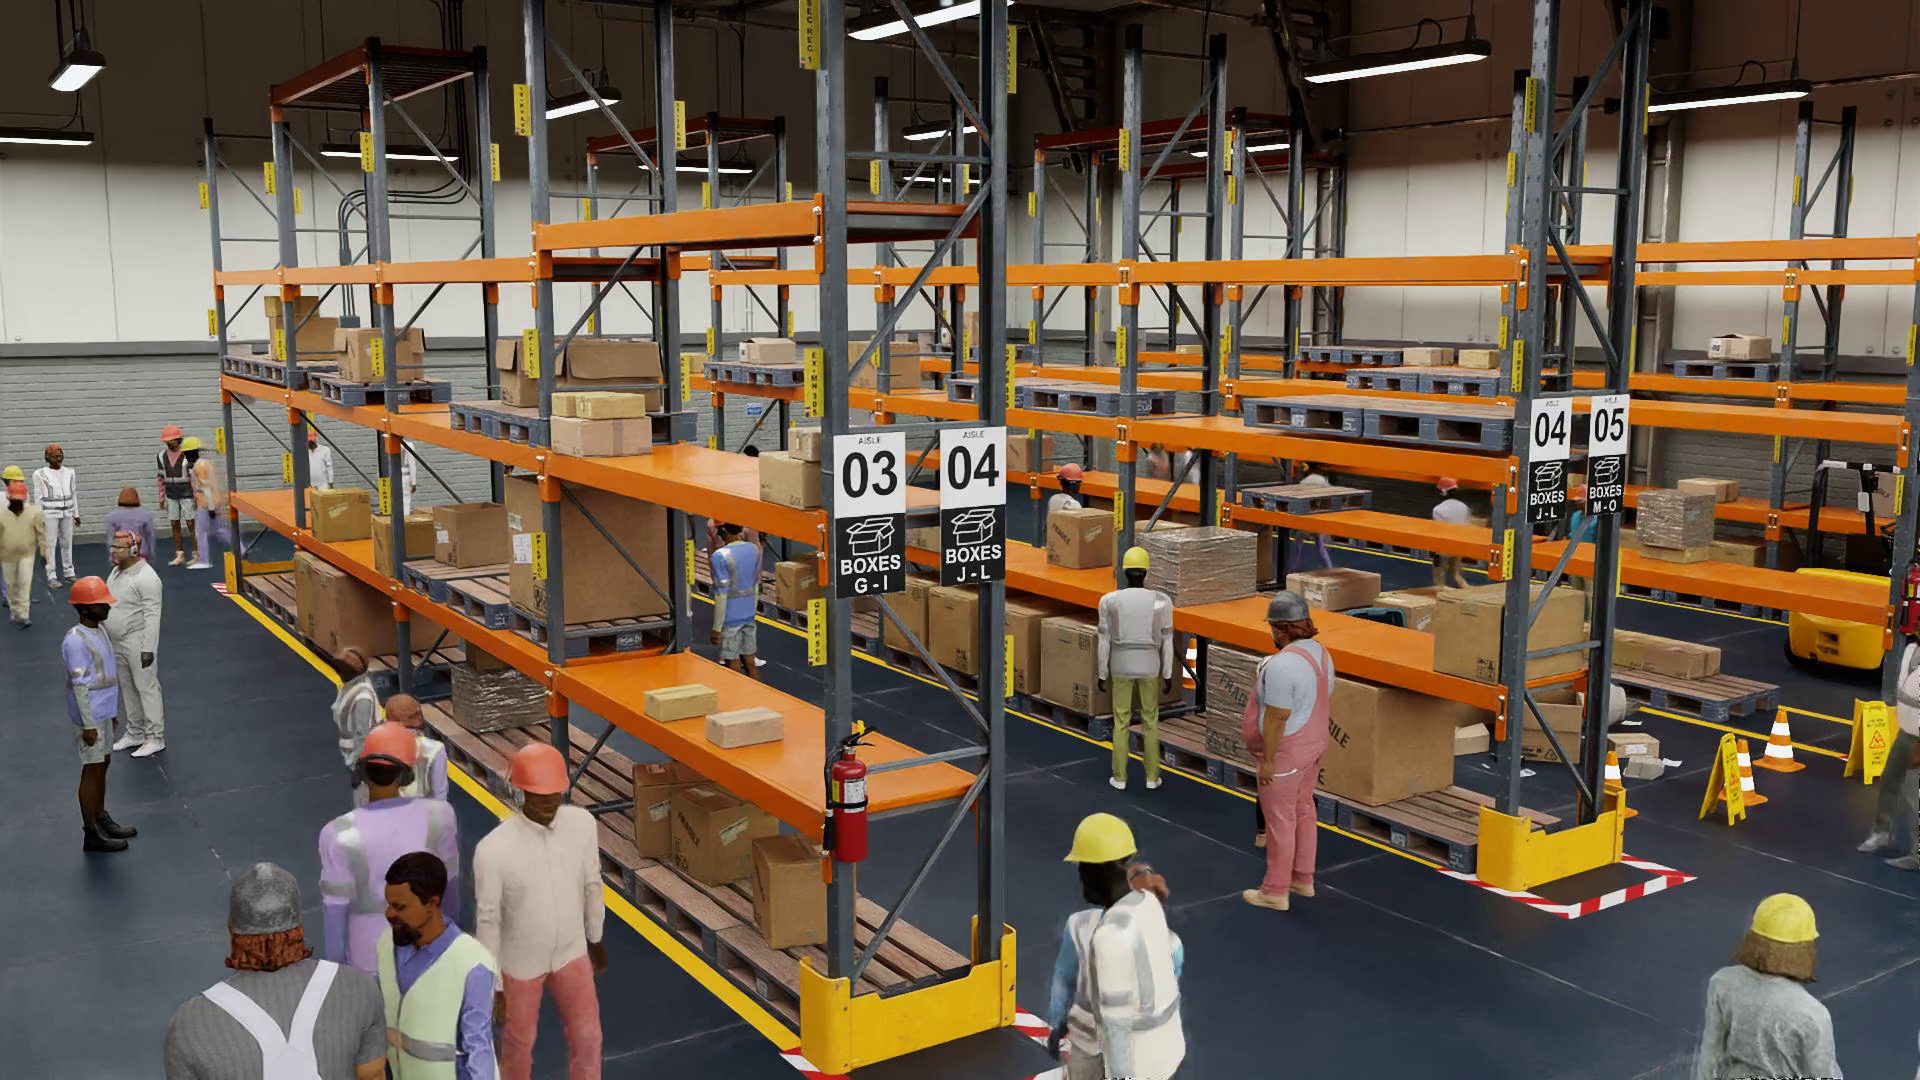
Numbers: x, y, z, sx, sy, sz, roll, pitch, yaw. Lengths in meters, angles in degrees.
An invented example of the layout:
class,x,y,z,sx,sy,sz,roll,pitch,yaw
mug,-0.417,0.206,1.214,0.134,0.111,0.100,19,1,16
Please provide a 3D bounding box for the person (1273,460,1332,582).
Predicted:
class,x,y,z,sx,sy,sz,roll,pitch,yaw
person,4.557,-0.226,21.627,0.518,1.821,0.994,-6,10,-33

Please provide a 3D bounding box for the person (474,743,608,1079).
class,x,y,z,sx,sy,sz,roll,pitch,yaw
person,-1.787,1.847,7.266,0.669,1.972,0.794,-8,11,-42

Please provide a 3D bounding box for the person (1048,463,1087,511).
class,x,y,z,sx,sy,sz,roll,pitch,yaw
person,1.185,0.172,18.269,0.417,2.034,0.603,-4,9,-26

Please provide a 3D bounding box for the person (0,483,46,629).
class,x,y,z,sx,sy,sz,roll,pitch,yaw
person,-11.006,0.174,19.352,0.666,1.688,0.908,-5,10,-31

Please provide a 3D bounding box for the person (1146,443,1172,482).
class,x,y,z,sx,sy,sz,roll,pitch,yaw
person,3.086,-0.800,26.106,0.346,1.617,0.593,7,11,39

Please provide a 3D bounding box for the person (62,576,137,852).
class,x,y,z,sx,sy,sz,roll,pitch,yaw
person,-6.039,1.208,11.659,0.361,1.938,0.546,-2,9,-13

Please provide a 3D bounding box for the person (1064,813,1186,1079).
class,x,y,z,sx,sy,sz,roll,pitch,yaw
person,0.666,2.010,6.474,0.596,1.889,0.618,4,9,23

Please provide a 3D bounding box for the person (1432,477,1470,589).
class,x,y,z,sx,sy,sz,roll,pitch,yaw
person,5.858,0.099,19.750,0.567,1.729,0.663,-5,10,-30

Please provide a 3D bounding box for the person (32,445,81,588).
class,x,y,z,sx,sy,sz,roll,pitch,yaw
person,-11.931,-0.319,22.008,0.353,1.883,0.577,4,10,27

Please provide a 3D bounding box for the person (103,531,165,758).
class,x,y,z,sx,sy,sz,roll,pitch,yaw
person,-6.990,0.866,14.025,0.642,1.913,0.409,6,10,35

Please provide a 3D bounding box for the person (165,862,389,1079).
class,x,y,z,sx,sy,sz,roll,pitch,yaw
person,-2.298,2.065,5.612,0.684,2.000,0.538,-6,10,-34

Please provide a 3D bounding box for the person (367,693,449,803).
class,x,y,z,sx,sy,sz,roll,pitch,yaw
person,-3.172,1.689,9.527,0.531,1.606,0.486,1,9,5

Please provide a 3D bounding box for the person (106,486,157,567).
class,x,y,z,sx,sy,sz,roll,pitch,yaw
person,-9.788,0.165,19.670,0.520,1.613,0.565,-4,10,-27

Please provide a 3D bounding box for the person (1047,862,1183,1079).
class,x,y,z,sx,sy,sz,roll,pitch,yaw
person,0.597,2.091,6.866,0.622,1.612,0.326,2,9,15

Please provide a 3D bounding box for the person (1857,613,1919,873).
class,x,y,z,sx,sy,sz,roll,pitch,yaw
person,6.494,1.332,11.267,0.447,1.809,0.653,1,9,5

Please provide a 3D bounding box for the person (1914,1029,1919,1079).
class,x,y,z,sx,sy,sz,roll,pitch,yaw
person,3.423,2.132,5.510,0.551,1.934,0.373,2,9,15

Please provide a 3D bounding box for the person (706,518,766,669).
class,x,y,z,sx,sy,sz,roll,pitch,yaw
person,-2.305,0.379,17.283,0.654,1.905,0.408,5,10,29

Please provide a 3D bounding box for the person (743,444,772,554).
class,x,y,z,sx,sy,sz,roll,pitch,yaw
person,-3.005,-0.624,24.799,0.539,1.651,0.779,0,9,-3

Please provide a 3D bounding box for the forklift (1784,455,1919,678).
class,x,y,z,sx,sy,sz,roll,pitch,yaw
forklift,9.643,0.253,17.172,2.313,2.155,1.214,-6,10,-33

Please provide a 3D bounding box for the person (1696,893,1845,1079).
class,x,y,z,sx,sy,sz,roll,pitch,yaw
person,3.063,2.141,6.156,0.659,1.722,0.502,-3,9,-20

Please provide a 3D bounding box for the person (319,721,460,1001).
class,x,y,z,sx,sy,sz,roll,pitch,yaw
person,-2.481,1.821,7.376,0.617,2.007,0.877,-6,10,-33

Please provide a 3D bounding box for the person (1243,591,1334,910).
class,x,y,z,sx,sy,sz,roll,pitch,yaw
person,2.070,1.312,10.623,0.535,2.000,0.686,7,11,37

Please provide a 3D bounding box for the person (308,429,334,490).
class,x,y,z,sx,sy,sz,roll,pitch,yaw
person,-10.319,-0.937,26.595,0.577,1.737,0.354,-3,9,-20

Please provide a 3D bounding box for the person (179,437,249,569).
class,x,y,z,sx,sy,sz,roll,pitch,yaw
person,-10.529,-0.533,23.471,0.787,1.887,0.603,-3,9,-18

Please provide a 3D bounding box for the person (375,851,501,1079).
class,x,y,z,sx,sy,sz,roll,pitch,yaw
person,-1.903,2.056,6.119,0.589,1.910,0.362,6,10,35

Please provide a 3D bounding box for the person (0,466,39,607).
class,x,y,z,sx,sy,sz,roll,pitch,yaw
person,-11.707,-0.048,20.630,0.336,1.757,0.518,3,9,18

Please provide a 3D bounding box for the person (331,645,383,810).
class,x,y,z,sx,sy,sz,roll,pitch,yaw
person,-4.002,1.457,11.099,0.329,1.609,0.651,-4,9,-25

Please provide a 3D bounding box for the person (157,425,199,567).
class,x,y,z,sx,sy,sz,roll,pitch,yaw
person,-11.057,-0.621,23.536,0.612,2.033,0.411,1,9,5

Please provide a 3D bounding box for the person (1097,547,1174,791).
class,x,y,z,sx,sy,sz,roll,pitch,yaw
person,1.369,1.009,13.031,0.594,1.922,0.385,0,9,2

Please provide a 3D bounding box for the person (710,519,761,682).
class,x,y,z,sx,sy,sz,roll,pitch,yaw
person,-2.020,0.695,14.759,0.404,2.034,0.609,5,10,29
